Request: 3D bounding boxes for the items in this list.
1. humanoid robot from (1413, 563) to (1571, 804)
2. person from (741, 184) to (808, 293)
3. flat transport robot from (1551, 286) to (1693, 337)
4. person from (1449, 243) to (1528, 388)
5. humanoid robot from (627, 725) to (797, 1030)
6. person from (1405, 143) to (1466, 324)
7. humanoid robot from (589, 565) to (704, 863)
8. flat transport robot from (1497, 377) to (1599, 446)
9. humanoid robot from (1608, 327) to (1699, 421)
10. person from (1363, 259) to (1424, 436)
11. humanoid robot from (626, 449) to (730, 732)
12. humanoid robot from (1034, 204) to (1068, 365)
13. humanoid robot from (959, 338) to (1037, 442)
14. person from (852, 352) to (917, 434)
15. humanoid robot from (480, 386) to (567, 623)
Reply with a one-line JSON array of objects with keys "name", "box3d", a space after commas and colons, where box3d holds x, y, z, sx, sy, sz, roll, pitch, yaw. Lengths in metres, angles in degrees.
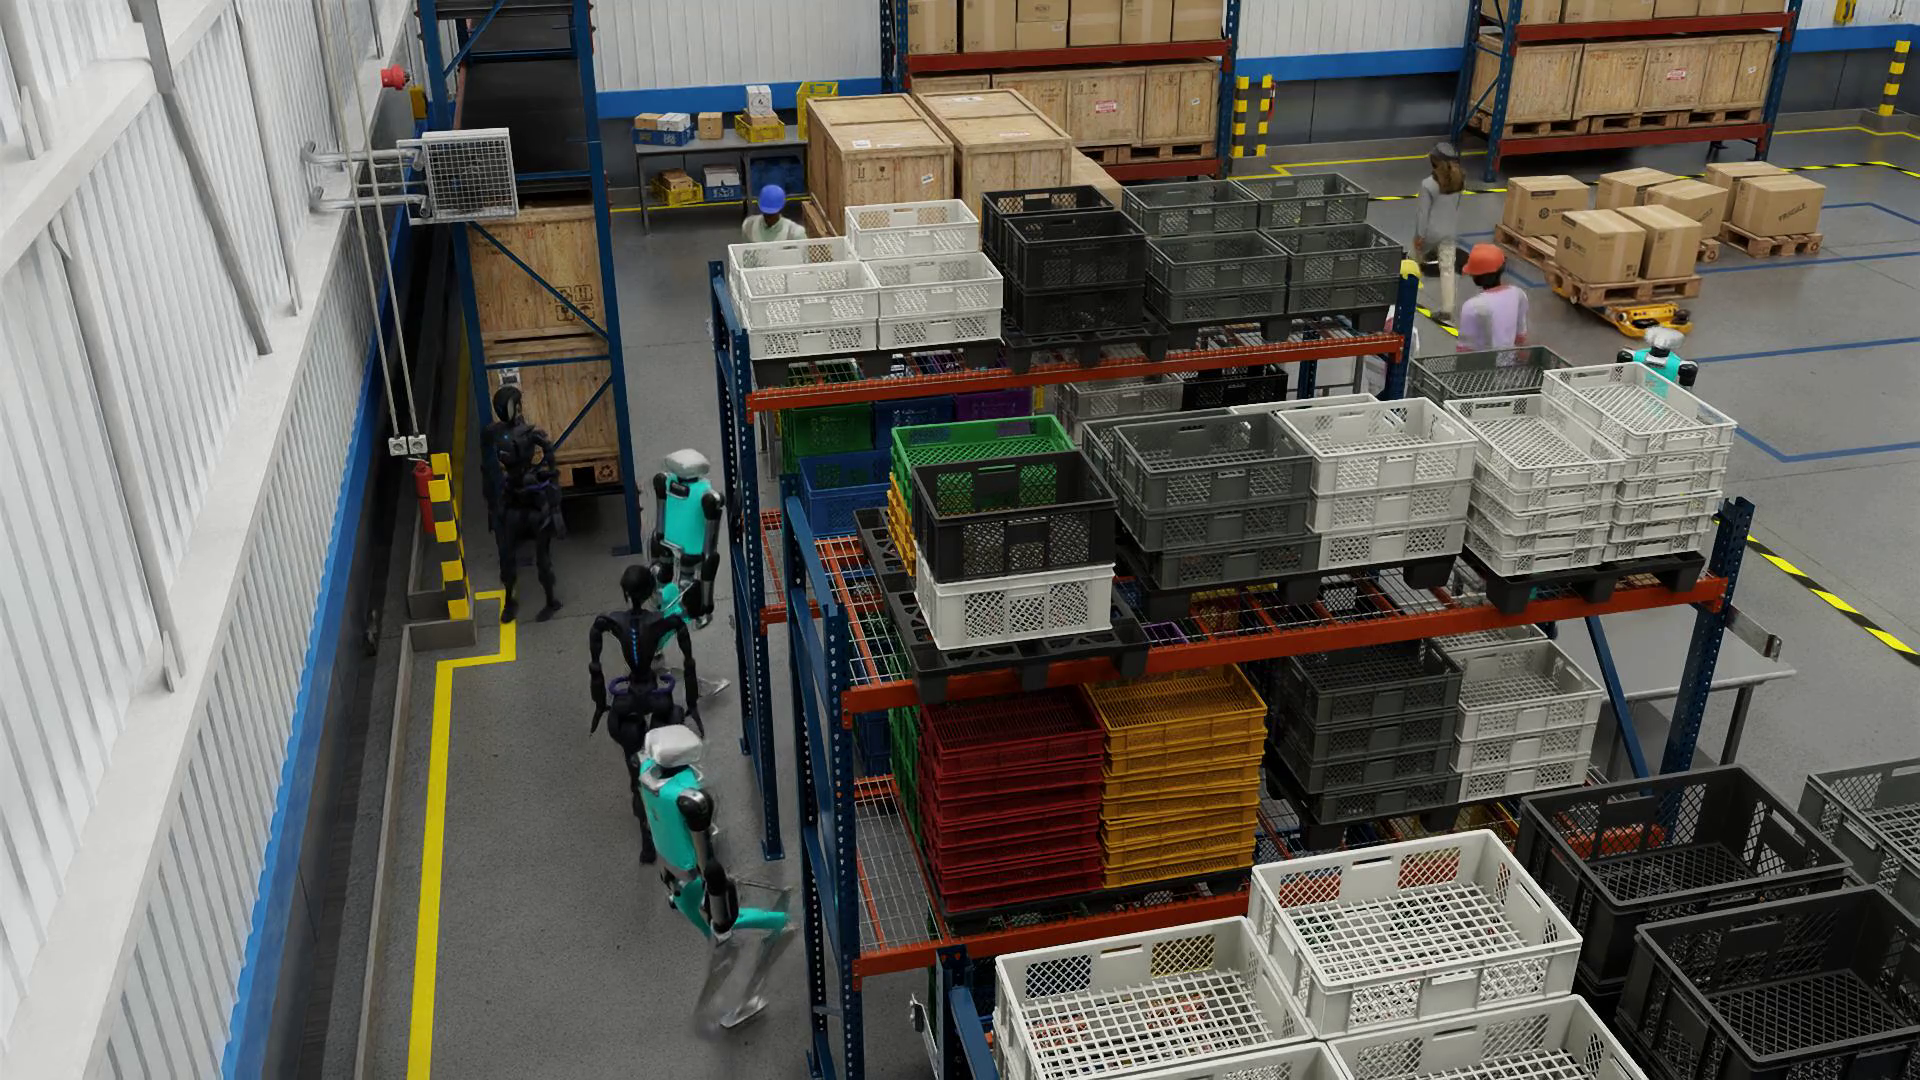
[{"name": "humanoid robot", "box3d": [2.786, 0.741, 9.110, 0.932, 1.805, 0.558, -15, 31, -27]}, {"name": "person", "box3d": [-1.582, -2.187, 14.431, 0.625, 1.916, 0.628, 9, 29, 16]}, {"name": "flat transport robot", "box3d": [6.565, -2.377, 16.526, 0.652, 0.197, 1.431, -6, 28, -12]}, {"name": "person", "box3d": [4.050, -1.273, 12.636, 0.639, 1.992, 1.008, -18, 33, -30]}, {"name": "humanoid robot", "box3d": [-1.044, 1.563, 7.564, 0.752, 1.840, 0.542, -22, 35, -35]}, {"name": "person", "box3d": [4.578, -3.025, 16.214, 0.592, 1.718, 0.899, -14, 31, -24]}, {"name": "humanoid robot", "box3d": [-1.689, 0.873, 8.927, 0.612, 1.627, 0.765, -1, 28, -3]}, {"name": "flat transport robot", "box3d": [4.780, -1.036, 14.013, 0.659, 0.231, 1.431, -6, 28, -12]}, {"name": "humanoid robot", "box3d": [4.880, -0.780, 11.808, 0.533, 1.677, 0.735, 16, 32, 28]}, {"name": "person", "box3d": [3.298, -1.270, 12.787, 0.403, 1.824, 0.585, 1, 28, 2]}, {"name": "humanoid robot", "box3d": [-1.807, 0.399, 9.762, 0.532, 1.737, 1.058, 21, 34, 34]}, {"name": "humanoid robot", "box3d": [0.859, -2.167, 14.669, 0.610, 1.635, 0.609, -2, 28, -4]}, {"name": "humanoid robot", "box3d": [0.298, -0.504, 11.320, 0.534, 1.693, 0.739, -4, 28, -8]}, {"name": "person", "box3d": [-0.545, -0.776, 11.788, 0.572, 1.883, 0.357, -24, 36, -38]}, {"name": "humanoid robot", "box3d": [-2.866, -0.208, 10.931, 0.588, 1.653, 0.405, 7, 29, 13]}]
